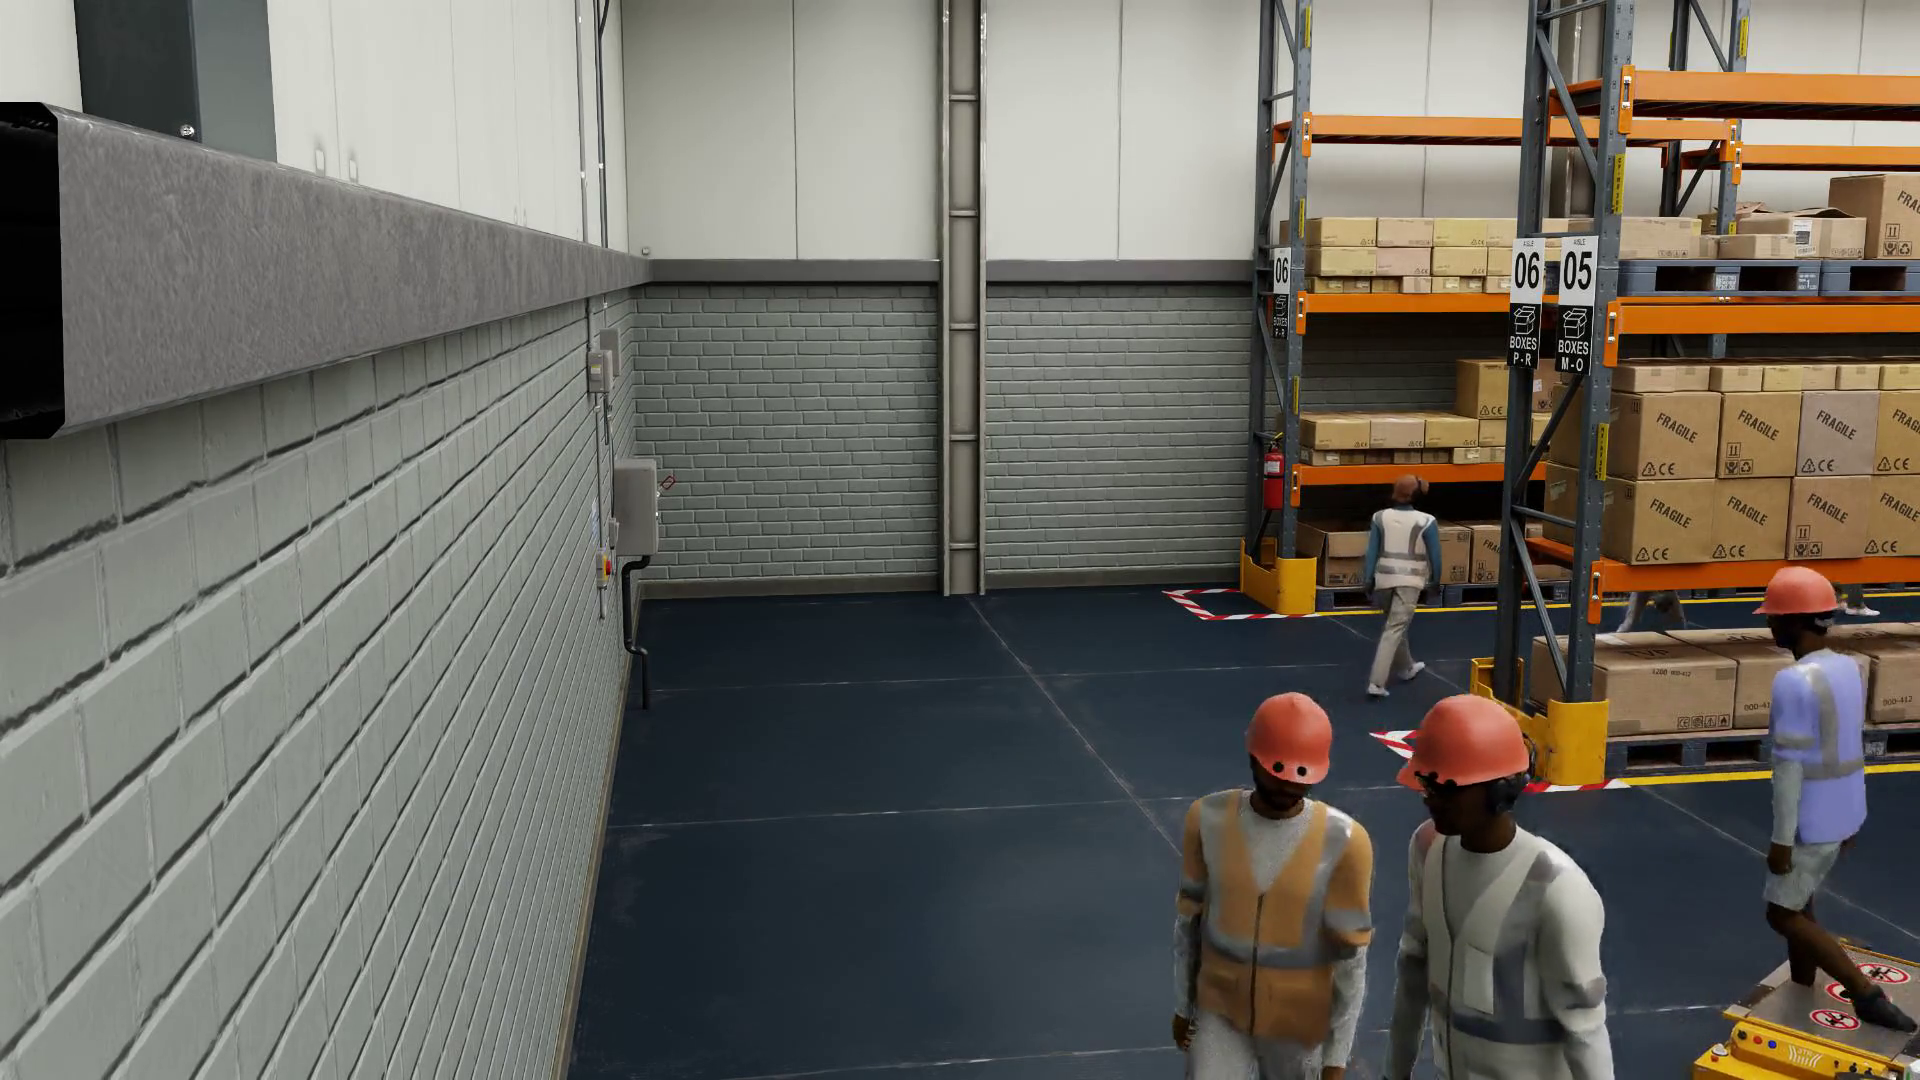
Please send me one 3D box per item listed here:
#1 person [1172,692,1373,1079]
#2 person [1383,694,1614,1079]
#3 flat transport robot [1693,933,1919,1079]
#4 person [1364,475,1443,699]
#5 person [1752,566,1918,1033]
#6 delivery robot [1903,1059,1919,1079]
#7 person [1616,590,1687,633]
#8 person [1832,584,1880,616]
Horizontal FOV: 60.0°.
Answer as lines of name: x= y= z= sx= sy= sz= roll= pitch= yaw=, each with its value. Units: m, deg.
person: x=0.831 y=1.356 z=4.629 sx=0.562 sy=1.890 sz=0.911 roll=4 pitch=10 yaw=21
person: x=1.305 y=1.370 z=4.126 sx=0.509 sy=2.017 sz=0.687 roll=-4 pitch=10 yaw=-22
flat transport robot: x=3.439 y=1.869 z=6.411 sx=0.652 sy=0.197 sz=1.431 roll=9 pitch=13 yaw=44
person: x=3.164 y=0.320 z=11.932 sx=0.511 sy=1.579 sz=0.929 roll=9 pitch=13 yaw=44
person: x=3.309 y=1.064 z=6.360 sx=0.574 sy=1.909 sz=0.668 roll=-9 pitch=13 yaw=-42
delivery robot: x=3.478 y=1.817 z=5.570 sx=0.707 sy=0.478 sz=0.477 roll=-6 pitch=11 yaw=-34
person: x=4.823 y=0.253 z=11.617 sx=0.951 sy=1.832 sz=0.535 roll=-2 pitch=9 yaw=-13
person: x=7.934 y=-0.288 z=14.653 sx=0.397 sy=1.918 sz=0.588 roll=-2 pitch=9 yaw=-12
